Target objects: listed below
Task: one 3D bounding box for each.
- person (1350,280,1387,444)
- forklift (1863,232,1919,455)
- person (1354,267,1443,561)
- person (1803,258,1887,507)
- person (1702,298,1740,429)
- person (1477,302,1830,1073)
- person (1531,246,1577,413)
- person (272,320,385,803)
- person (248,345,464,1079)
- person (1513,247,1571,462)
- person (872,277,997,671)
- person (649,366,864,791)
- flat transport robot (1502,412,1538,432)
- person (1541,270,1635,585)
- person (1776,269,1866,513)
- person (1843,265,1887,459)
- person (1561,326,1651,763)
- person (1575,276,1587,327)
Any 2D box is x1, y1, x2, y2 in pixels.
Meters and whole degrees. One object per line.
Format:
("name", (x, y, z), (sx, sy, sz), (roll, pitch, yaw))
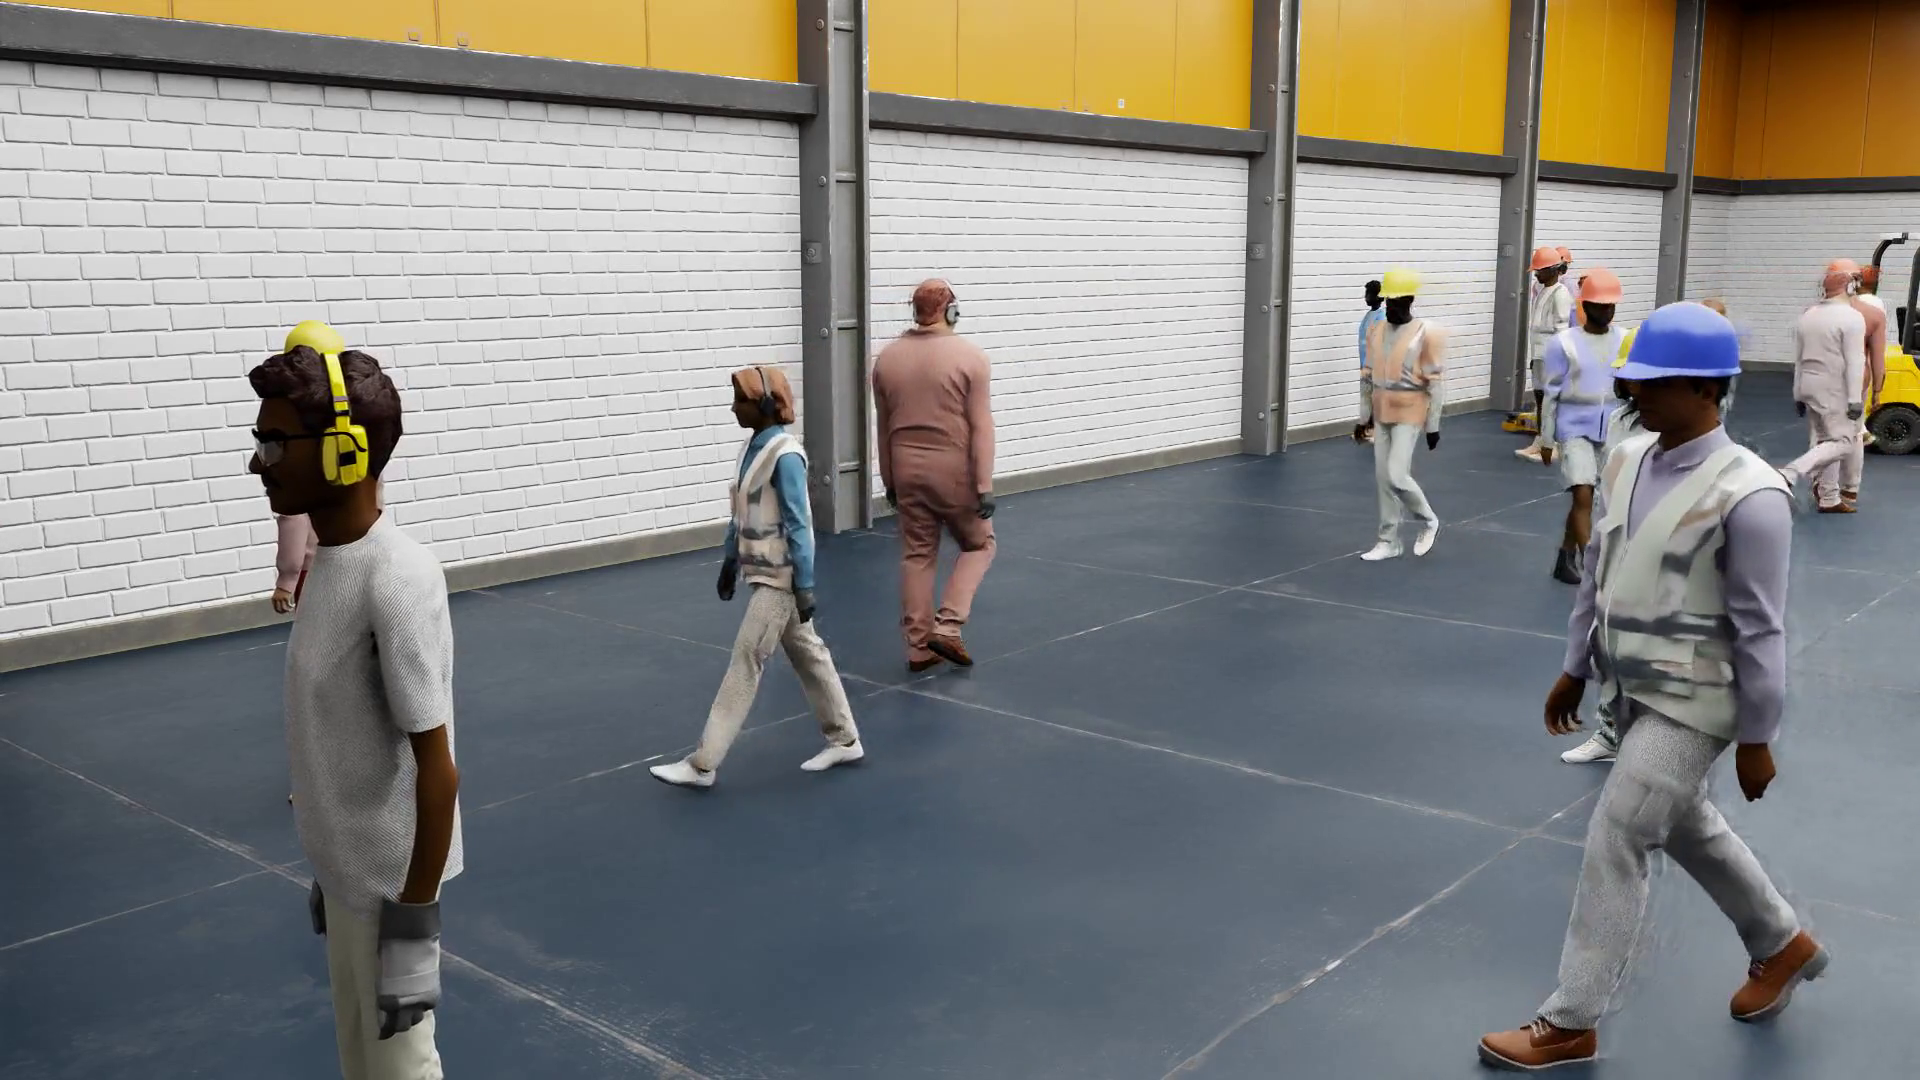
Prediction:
("person", (4.308, -1.856, 17.348), (0.318, 1.698, 0.534), (-1, 10, -6))
("forklift", (9.955, -1.972, 16.595), (2.313, 2.155, 1.214), (1, 10, 8))
("person", (2.831, -0.797, 10.727), (0.481, 1.912, 0.605), (-6, 11, -29))
("person", (6.913, -1.223, 13.040), (0.611, 1.963, 0.879), (4, 11, 21))
("person", (6.183, -1.197, 13.839), (0.504, 1.614, 0.434), (6, 12, 30))
("person", (1.819, 0.365, 4.124), (0.988, 1.914, 0.601), (-1, 10, -8))
("person", (7.115, -2.476, 19.893), (0.380, 2.045, 0.605), (-6, 12, -31))
("person", (-2.297, 0.091, 6.069), (0.314, 1.769, 0.523), (4, 11, 21))
("person", (-1.022, 0.604, 2.853), (0.315, 1.869, 0.534), (-7, 12, -34))
("person", (5.561, -1.758, 15.839), (0.388, 2.034, 0.605), (0, 10, 0))
("person", (-0.098, -0.300, 7.946), (0.669, 1.887, 0.437), (6, 12, 30))
("person", (-0.751, 0.142, 6.265), (0.875, 1.584, 0.542), (-4, 11, -21))
("flat transport robot", (6.562, -1.230, 17.842), (0.652, 0.197, 1.431), (-4, 11, -22))
("person", (3.718, -0.613, 9.704), (0.562, 1.885, 0.974), (-1, 10, -4))
("person", (6.530, -1.108, 12.594), (0.697, 1.871, 0.651), (-1, 10, -5))
("person", (8.553, -1.674, 15.825), (0.580, 1.869, 0.476), (-5, 11, -24))
("person", (2.571, 0.057, 6.328), (0.304, 1.742, 0.493), (-4, 11, -21))
("person", (7.701, -2.413, 20.540), (0.534, 1.693, 0.317), (3, 10, 15))
